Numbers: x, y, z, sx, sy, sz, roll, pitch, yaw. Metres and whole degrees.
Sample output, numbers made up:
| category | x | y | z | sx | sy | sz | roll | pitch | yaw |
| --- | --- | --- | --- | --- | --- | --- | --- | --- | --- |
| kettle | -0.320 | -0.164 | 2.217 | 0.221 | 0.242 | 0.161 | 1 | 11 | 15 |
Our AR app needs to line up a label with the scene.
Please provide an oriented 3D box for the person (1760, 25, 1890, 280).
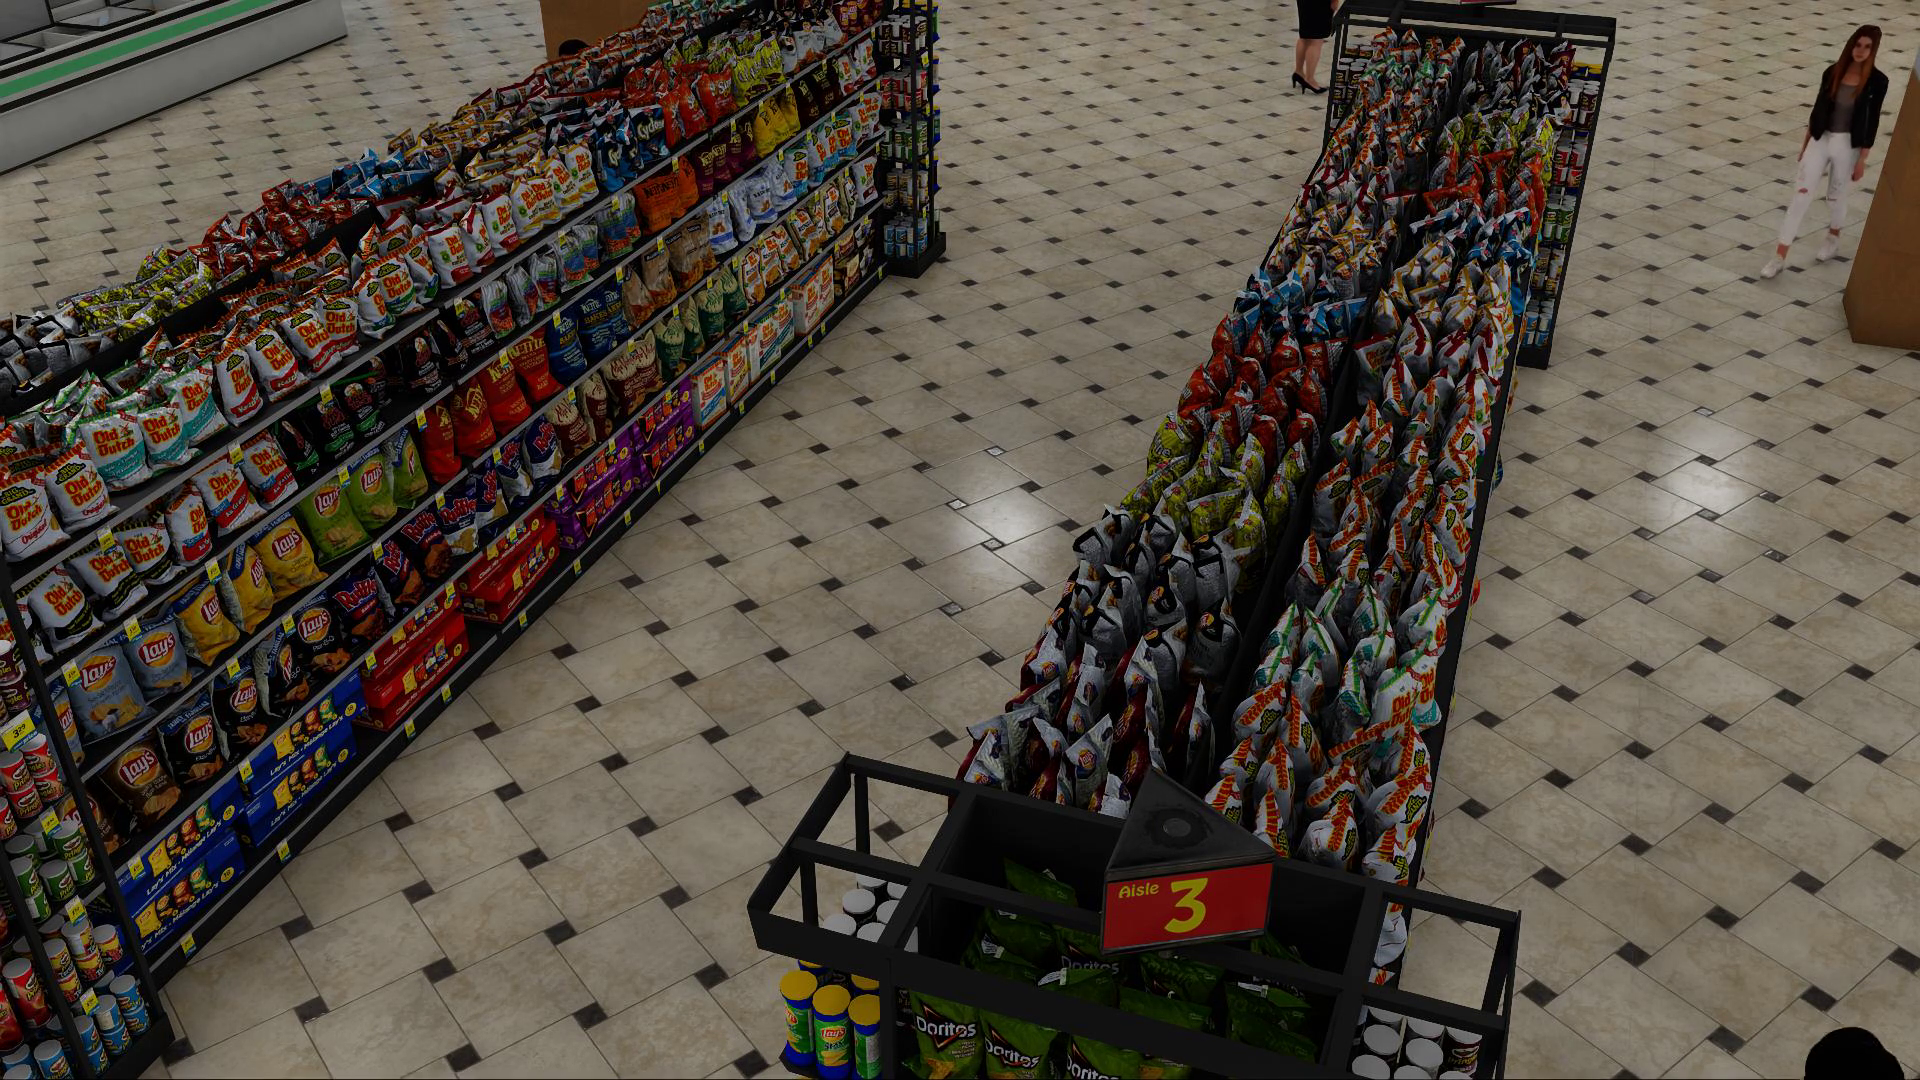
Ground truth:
| category | x | y | z | sx | sy | sz | roll | pitch | yaw |
| --- | --- | --- | --- | --- | --- | --- | --- | --- | --- |
| person | 5.886 | -2.597 | 11.129 | 0.920 | 1.663 | 1.200 | 27 | 41 | 36 |

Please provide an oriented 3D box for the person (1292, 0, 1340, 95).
| category | x | y | z | sx | sy | sz | roll | pitch | yaw |
| --- | --- | --- | --- | --- | --- | --- | --- | --- | --- |
| person | 3.155 | -4.793 | 14.652 | 0.860 | 1.670 | 0.765 | -8 | 33 | -12 |
